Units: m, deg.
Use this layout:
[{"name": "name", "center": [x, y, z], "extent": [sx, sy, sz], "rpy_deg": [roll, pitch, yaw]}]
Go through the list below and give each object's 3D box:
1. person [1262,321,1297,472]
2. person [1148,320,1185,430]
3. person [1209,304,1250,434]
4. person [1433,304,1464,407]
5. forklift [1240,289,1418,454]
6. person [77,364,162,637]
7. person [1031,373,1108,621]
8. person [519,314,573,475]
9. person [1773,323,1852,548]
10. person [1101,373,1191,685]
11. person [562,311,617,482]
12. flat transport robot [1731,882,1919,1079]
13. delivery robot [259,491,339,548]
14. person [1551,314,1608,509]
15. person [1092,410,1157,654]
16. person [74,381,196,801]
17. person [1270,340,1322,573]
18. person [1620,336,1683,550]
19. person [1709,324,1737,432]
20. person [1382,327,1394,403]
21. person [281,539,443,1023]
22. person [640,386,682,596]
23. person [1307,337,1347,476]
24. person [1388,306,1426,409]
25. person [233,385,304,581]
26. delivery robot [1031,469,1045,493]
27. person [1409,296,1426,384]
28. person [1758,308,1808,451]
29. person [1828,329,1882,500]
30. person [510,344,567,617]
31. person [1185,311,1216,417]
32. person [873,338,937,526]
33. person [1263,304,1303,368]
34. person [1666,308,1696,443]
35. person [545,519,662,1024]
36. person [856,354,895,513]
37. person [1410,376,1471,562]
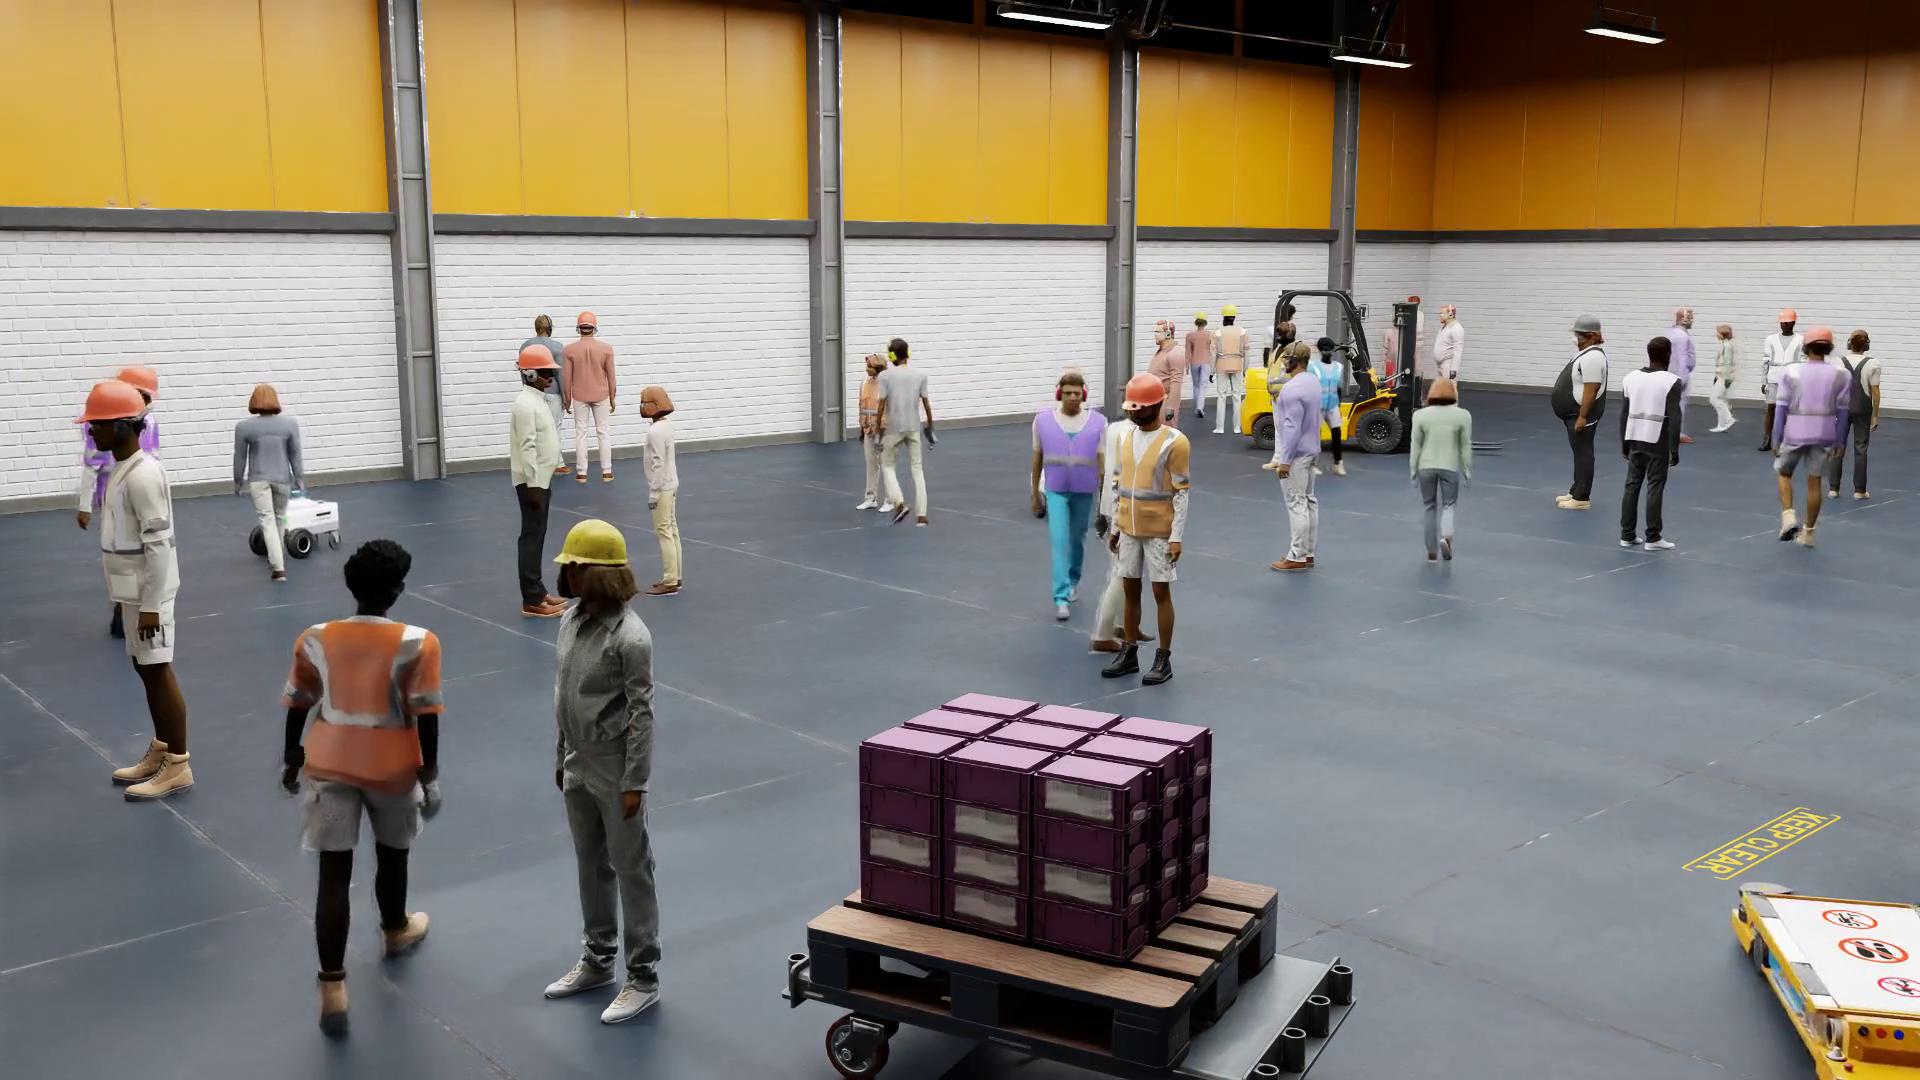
[{"name": "person", "center": [3.960, -1.741, 20.313], "extent": [0.430, 1.845, 0.619], "rpy_deg": [-3, 10, -17]}, {"name": "person", "center": [2.338, -1.573, 19.141], "extent": [0.410, 1.909, 0.643], "rpy_deg": [-2, 10, -13]}, {"name": "person", "center": [3.980, -2.523, 24.628], "extent": [0.594, 1.929, 0.352], "rpy_deg": [-1, 10, -3]}, {"name": "person", "center": [7.420, -2.640, 25.391], "extent": [0.403, 1.906, 0.651], "rpy_deg": [-1, 10, -4]}, {"name": "forklift", "center": [5.034, -2.339, 22.783], "extent": [2.313, 2.155, 1.214], "rpy_deg": [3, 10, 16]}, {"name": "person", "center": [-5.711, -0.256, 11.472], "extent": [0.564, 1.889, 0.620], "rpy_deg": [4, 10, 21]}, {"name": "person", "center": [0.821, -0.358, 12.387], "extent": [0.571, 1.791, 0.992], "rpy_deg": [0, 10, -2]}, {"name": "person", "center": [-4.985, -1.743, 20.042], "extent": [0.632, 1.940, 0.372], "rpy_deg": [3, 10, 19]}, {"name": "person", "center": [7.676, -0.934, 15.042], "extent": [0.612, 2.032, 0.430], "rpy_deg": [3, 10, 17]}, {"name": "person", "center": [1.141, -0.069, 10.275], "extent": [0.543, 1.928, 0.373], "rpy_deg": [8, 13, 40]}, {"name": "person", "center": [-4.317, -1.664, 19.415], "extent": [0.611, 1.995, 0.375], "rpy_deg": [-3, 10, -16]}, {"name": "flat transport robot", "center": [3.169, 1.535, 5.724], "extent": [0.652, 0.197, 1.431], "rpy_deg": [2, 10, 13]}, {"name": "delivery robot", "center": [-5.859, -0.194, 14.745], "extent": [0.477, 0.478, 0.707], "rpy_deg": [4, 10, 21]}, {"name": "person", "center": [6.477, -1.349, 17.436], "extent": [0.538, 2.000, 0.683], "rpy_deg": [3, 10, 17]}, {"name": "person", "center": [1.163, -0.147, 11.028], "extent": [0.683, 1.829, 0.550], "rpy_deg": [-4, 10, -20]}, {"name": "person", "center": [-4.014, 0.247, 8.086], "extent": [0.391, 2.040, 0.614], "rpy_deg": [-7, 12, -34]}, {"name": "person", "center": [2.821, -0.696, 13.915], "extent": [0.371, 1.939, 0.629], "rpy_deg": [6, 11, 30]}, {"name": "person", "center": [6.213, -0.872, 15.001], "extent": [0.386, 1.918, 0.590], "rpy_deg": [-6, 11, -30]}, {"name": "person", "center": [11.377, -2.404, 24.816], "extent": [0.368, 1.622, 0.518], "rpy_deg": [4, 11, 24]}, {"name": "person", "center": [7.268, -2.952, 27.631], "extent": [0.533, 1.765, 0.329], "rpy_deg": [4, 11, 23]}, {"name": "person", "center": [-2.132, 0.821, 5.907], "extent": [0.617, 1.639, 0.894], "rpy_deg": [-1, 10, -3]}, {"name": "person", "center": [-2.335, -0.383, 12.971], "extent": [0.266, 1.631, 0.507], "rpy_deg": [0, 10, 2]}, {"name": "person", "center": [4.375, -1.586, 19.905], "extent": [0.549, 1.667, 0.486], "rpy_deg": [-3, 10, -15]}, {"name": "person", "center": [7.116, -2.819, 26.579], "extent": [0.547, 1.871, 0.663], "rpy_deg": [0, 10, 1]}, {"name": "person", "center": [-5.688, -0.481, 13.673], "extent": [0.515, 1.582, 0.847], "rpy_deg": [-7, 12, -34]}, {"name": "delivery robot", "center": [0.966, -0.578, 16.993], "extent": [0.477, 0.478, 0.707], "rpy_deg": [-2, 10, -12]}, {"name": "person", "center": [8.603, -3.692, 31.618], "extent": [0.355, 1.884, 0.576], "rpy_deg": [9, 13, 42]}, {"name": "person", "center": [11.091, -2.147, 22.410], "extent": [0.547, 1.938, 0.359], "rpy_deg": [6, 12, 33]}, {"name": "person", "center": [9.681, -1.353, 18.031], "extent": [0.505, 1.847, 0.346], "rpy_deg": [7, 12, 37]}, {"name": "person", "center": [-3.103, -0.439, 12.239], "extent": [0.390, 1.995, 0.613], "rpy_deg": [-1, 10, -5]}, {"name": "person", "center": [3.957, -2.895, 27.377], "extent": [0.527, 1.731, 0.861], "rpy_deg": [4, 10, 21]}, {"name": "person", "center": [-0.541, -1.050, 16.288], "extent": [0.648, 1.835, 0.514], "rpy_deg": [-3, 10, -18]}, {"name": "person", "center": [4.889, -2.614, 25.205], "extent": [0.612, 1.915, 0.649], "rpy_deg": [0, 10, 3]}, {"name": "person", "center": [10.210, -2.331, 23.585], "extent": [0.404, 1.905, 0.651], "rpy_deg": [1, 10, 8]}, {"name": "person", "center": [-1.250, 0.791, 5.776], "extent": [0.487, 1.746, 0.287], "rpy_deg": [8, 13, 41]}, {"name": "person", "center": [-0.843, -1.102, 17.173], "extent": [0.515, 1.636, 0.315], "rpy_deg": [9, 13, 41]}, {"name": "person", "center": [4.096, -0.590, 14.208], "extent": [0.511, 1.612, 0.458], "rpy_deg": [3, 10, 16]}]
